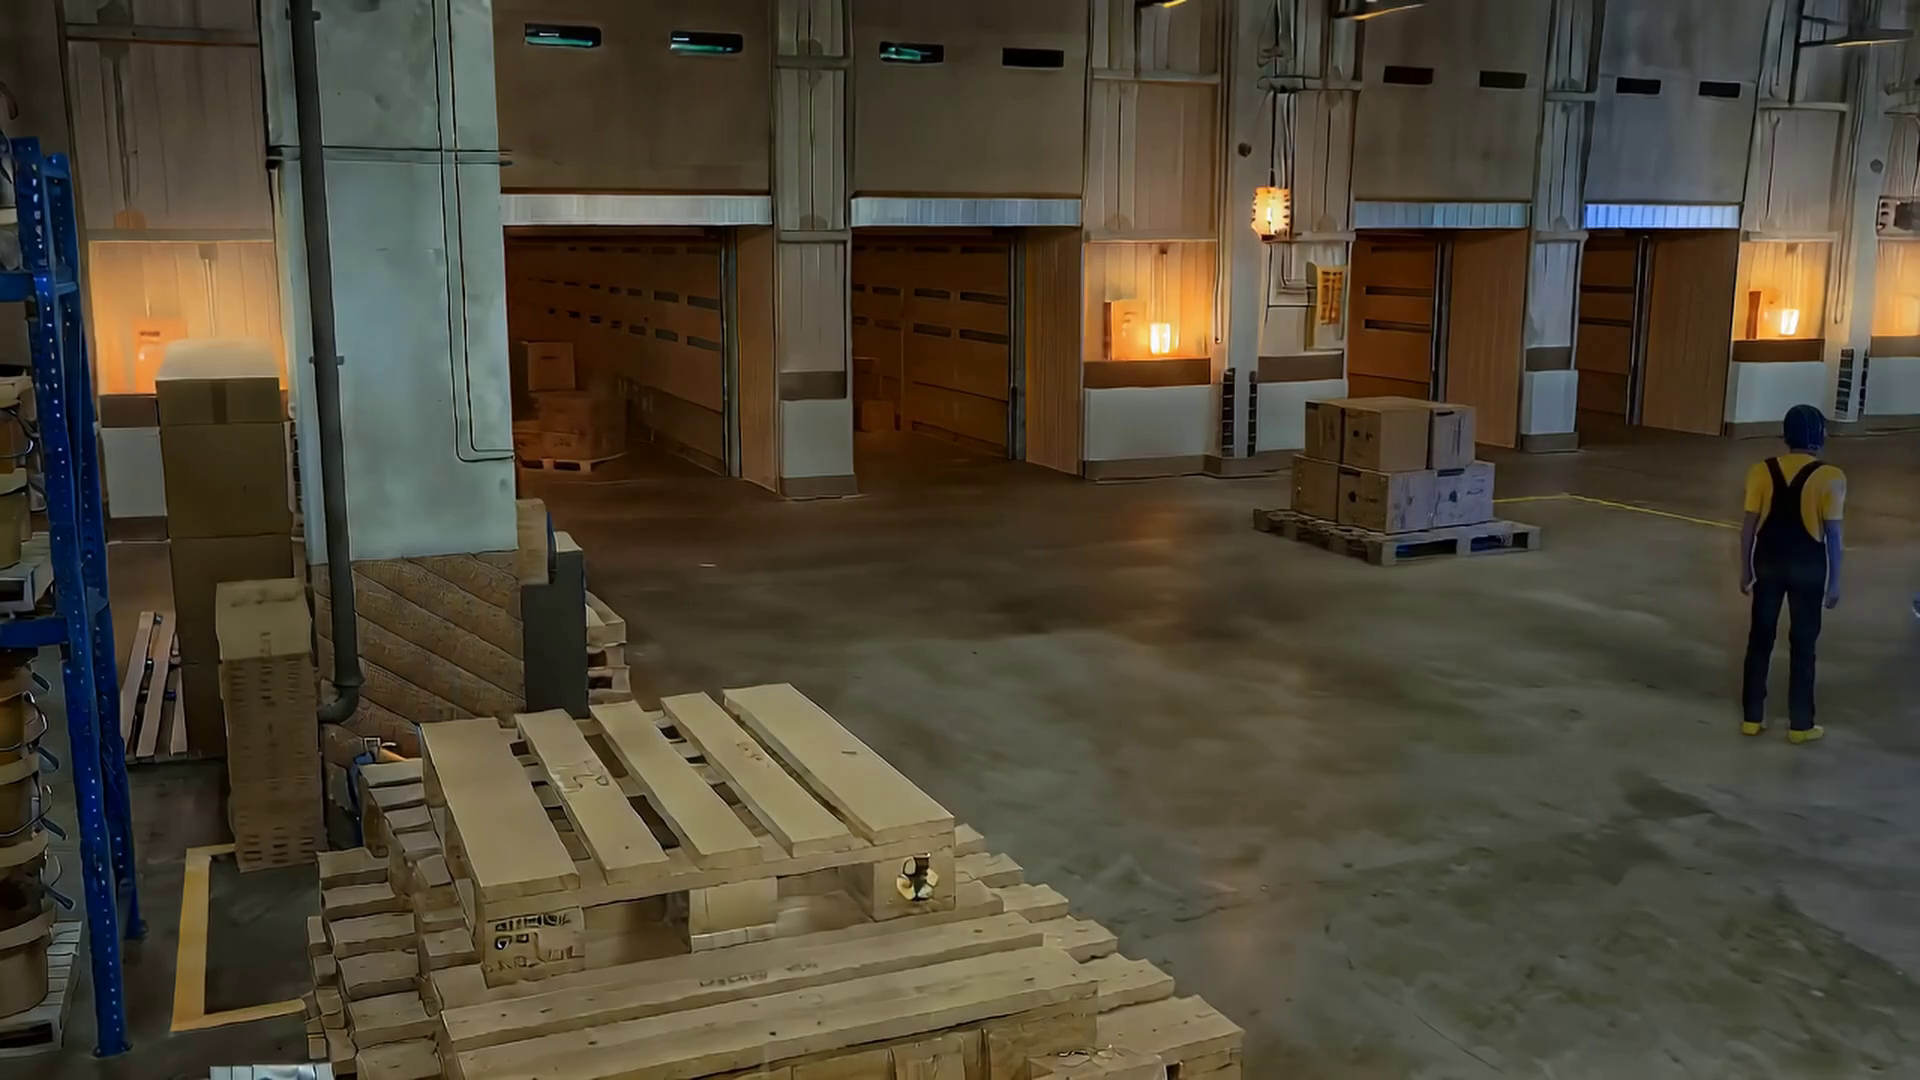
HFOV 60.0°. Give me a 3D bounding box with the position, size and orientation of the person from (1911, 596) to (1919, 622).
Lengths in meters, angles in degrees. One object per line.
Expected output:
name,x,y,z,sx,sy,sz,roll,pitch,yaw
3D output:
person,6.772,-0.088,11.184,0.523,1.611,0.781,-4,11,-19

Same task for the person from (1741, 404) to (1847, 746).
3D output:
person,4.498,0.187,9.016,0.507,1.842,0.339,10,14,44
